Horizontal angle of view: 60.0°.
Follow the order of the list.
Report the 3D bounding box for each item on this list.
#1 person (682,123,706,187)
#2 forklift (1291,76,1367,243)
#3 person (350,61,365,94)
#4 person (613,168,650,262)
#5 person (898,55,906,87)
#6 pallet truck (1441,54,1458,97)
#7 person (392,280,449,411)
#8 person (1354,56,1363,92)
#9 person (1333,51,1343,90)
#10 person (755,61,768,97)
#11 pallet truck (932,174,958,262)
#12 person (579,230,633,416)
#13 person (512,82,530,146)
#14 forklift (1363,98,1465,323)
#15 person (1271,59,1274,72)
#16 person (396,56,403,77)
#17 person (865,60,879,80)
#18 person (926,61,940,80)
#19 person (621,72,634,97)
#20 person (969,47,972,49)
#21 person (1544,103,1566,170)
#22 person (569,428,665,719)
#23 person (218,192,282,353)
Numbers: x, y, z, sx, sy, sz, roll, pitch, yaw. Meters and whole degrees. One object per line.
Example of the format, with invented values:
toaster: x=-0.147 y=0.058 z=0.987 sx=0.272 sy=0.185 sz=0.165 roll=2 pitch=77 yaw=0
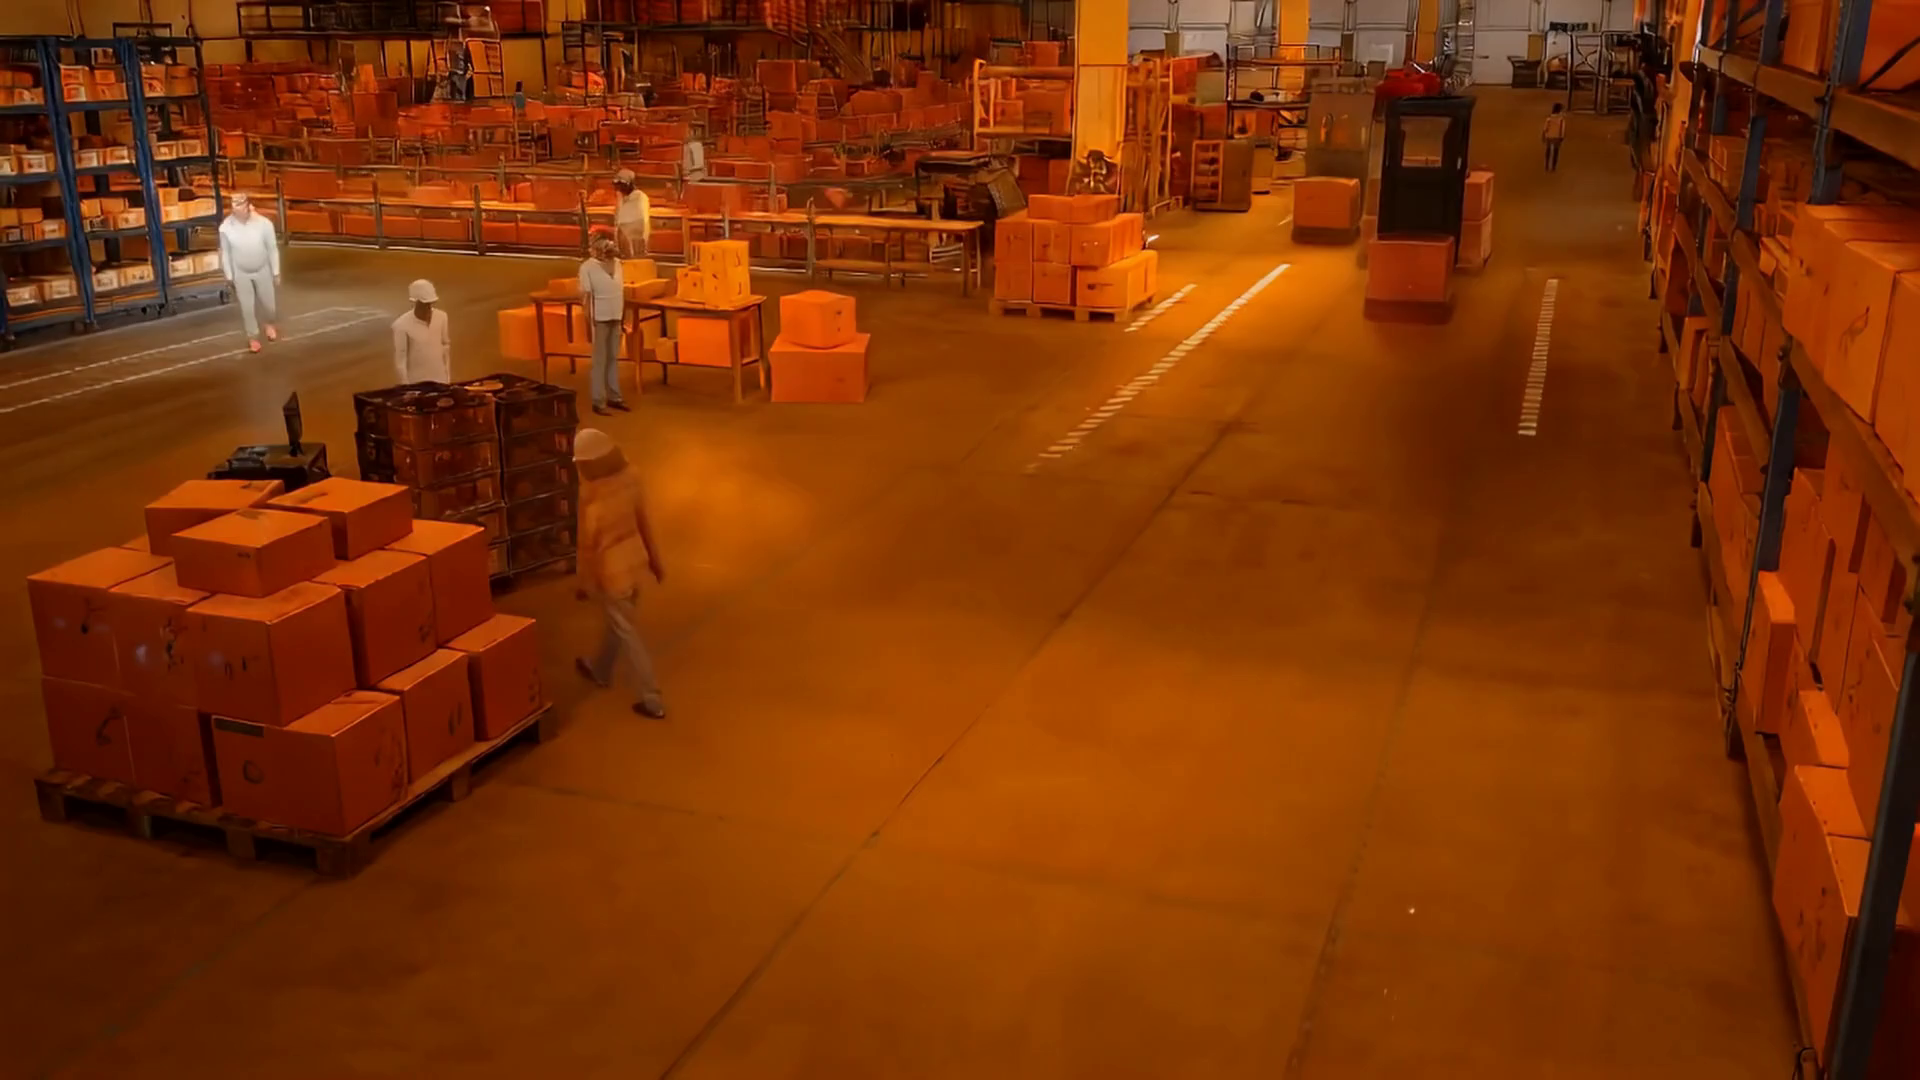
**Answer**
person: x=-4.909 y=-6.799 z=31.082 sx=0.855 sy=1.926 sz=0.607 roll=6 pitch=19 yaw=17
forklift: x=6.598 y=-6.755 z=29.381 sx=1.129 sy=2.768 sz=1.873 roll=6 pitch=19 yaw=19
person: x=-25.657 y=-19.444 z=70.862 sx=0.572 sy=1.887 sz=0.356 roll=-5 pitch=18 yaw=-15
person: x=-4.630 y=-4.303 z=23.375 sx=0.592 sy=1.833 sz=0.404 roll=10 pitch=20 yaw=29
person: x=-2.718 y=-20.873 z=75.143 sx=0.819 sy=2.024 sz=0.618 roll=1 pitch=18 yaw=2
pallet truck: x=22.765 y=-21.886 z=78.355 sx=0.823 sy=1.965 sz=1.885 roll=-4 pitch=18 yaw=-14
person: x=-4.729 y=-1.467 z=14.709 sx=0.866 sy=1.680 sz=0.587 roll=15 pitch=23 yaw=38
person: x=18.731 y=-21.821 z=78.357 sx=0.521 sy=1.873 sz=0.334 roll=-9 pitch=20 yaw=-26
person: x=19.287 y=-24.007 z=85.058 sx=0.464 sy=1.979 sz=0.622 roll=14 pitch=22 yaw=37
person: x=-8.593 y=-19.777 z=71.904 sx=0.925 sy=1.902 sz=0.542 roll=2 pitch=18 yaw=5
pallet truck: x=-0.507 y=-5.292 z=27.348 sx=0.653 sy=1.274 sz=1.630 roll=6 pitch=19 yaw=19
person: x=-3.570 y=-2.188 z=16.709 sx=0.374 sy=1.843 sz=0.568 roll=11 pitch=21 yaw=31
person: x=-13.193 y=-12.804 z=50.036 sx=0.514 sy=1.866 sz=0.329 roll=-2 pitch=18 yaw=-7
forklift: x=6.065 y=-4.403 z=21.991 sx=1.129 sy=2.768 sz=1.873 roll=6 pitch=19 yaw=19
person: x=16.394 y=-24.212 z=85.995 sx=0.954 sy=1.791 sz=0.624 roll=15 pitch=23 yaw=40
person: x=-25.614 y=-21.144 z=76.137 sx=0.382 sy=1.928 sz=0.587 roll=-6 pitch=19 yaw=-18
person: x=-3.579 y=-18.207 z=66.725 sx=0.536 sy=2.000 sz=0.688 roll=15 pitch=23 yaw=38
person: x=-1.150 y=-19.297 z=70.368 sx=0.636 sy=1.915 sz=0.444 roll=7 pitch=19 yaw=20
person: x=-12.412 y=-16.559 z=62.003 sx=0.365 sy=1.750 sz=0.552 roll=11 pitch=21 yaw=31
person: x=0.577 y=-26.533 z=92.982 sx=0.650 sy=1.981 sz=0.628 roll=-15 pitch=23 yaw=-39
person: x=15.105 y=-10.256 z=42.315 sx=0.528 sy=1.681 sz=0.653 roll=6 pitch=19 yaw=18
person: x=-2.034 y=0.166 z=9.563 sx=0.880 sy=1.681 sz=0.521 roll=12 pitch=21 yaw=34
person: x=-8.448 y=-3.205 z=19.837 sx=0.655 sy=1.883 sz=0.537 roll=-6 pitch=19 yaw=-19
